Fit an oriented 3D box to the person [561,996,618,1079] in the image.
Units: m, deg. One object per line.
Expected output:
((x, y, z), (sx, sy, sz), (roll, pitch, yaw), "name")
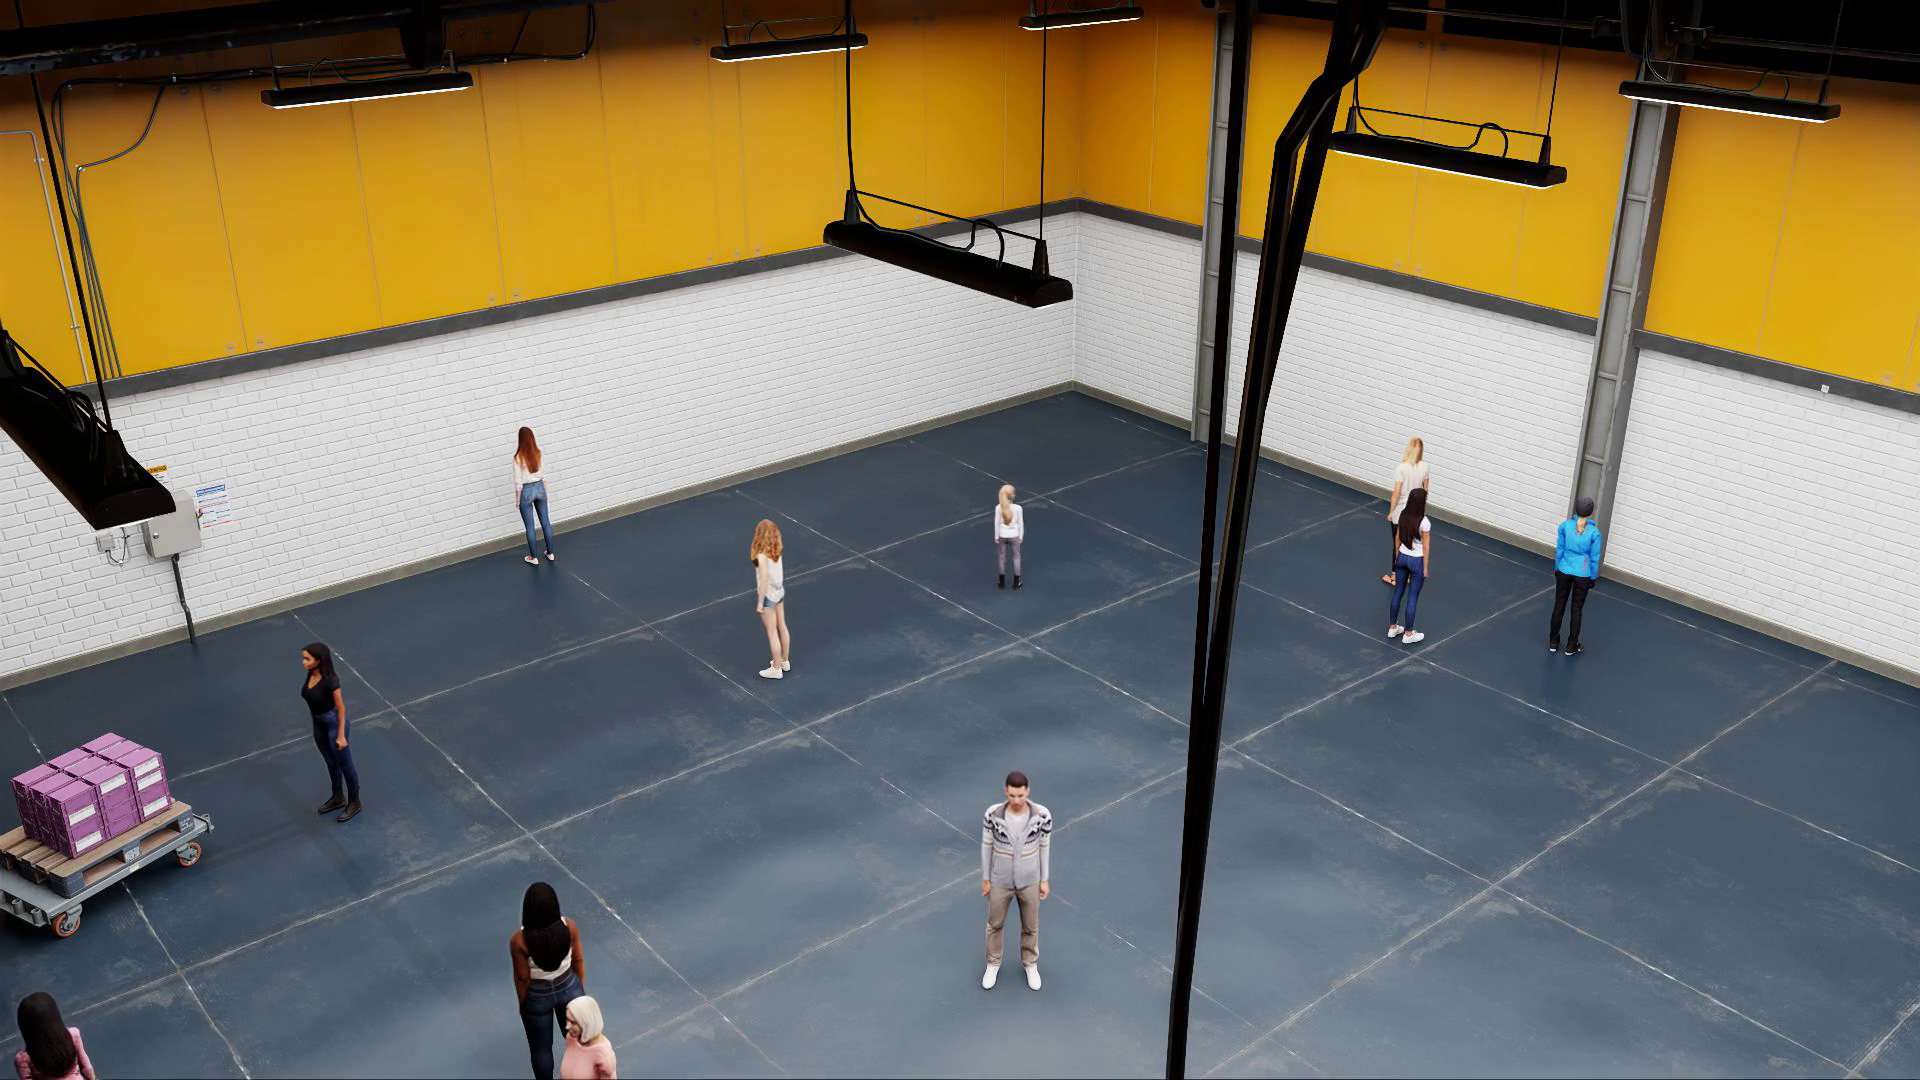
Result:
((-2.321, 3.595, 10.542), (0.535, 1.725, 0.705), (17, 29, 34), "person")

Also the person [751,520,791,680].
((-1.948, 0.610, 17.326), (0.632, 1.759, 0.634), (11, 26, 23), "person")

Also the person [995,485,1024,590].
((0.568, -0.037, 19.408), (0.570, 1.278, 0.636), (4, 24, 9), "person")

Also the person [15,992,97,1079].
((-5.591, 3.638, 10.466), (0.674, 1.707, 1.138), (-22, 32, -40), "person")

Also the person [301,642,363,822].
((-5.627, 1.686, 14.890), (0.554, 1.739, 0.682), (16, 28, 32), "person")

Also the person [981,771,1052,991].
((0.422, 2.567, 12.722), (0.762, 1.862, 0.799), (0, 24, 0), "person")

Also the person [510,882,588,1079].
((-2.813, 3.139, 11.479), (0.703, 1.810, 0.686), (-11, 26, -23), "person")

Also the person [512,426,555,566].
((-5.149, -0.548, 20.014), (0.579, 1.728, 0.500), (-17, 29, -35), "person")

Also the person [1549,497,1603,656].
((6.579, 0.376, 17.814), (0.525, 1.797, 0.715), (18, 29, 35), "person")

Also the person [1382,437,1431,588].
((5.227, -0.332, 19.398), (0.691, 1.826, 0.687), (-5, 24, -11), "person")

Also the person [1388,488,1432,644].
((4.901, 0.263, 18.103), (0.667, 1.774, 0.473), (-15, 28, -31), "person")
